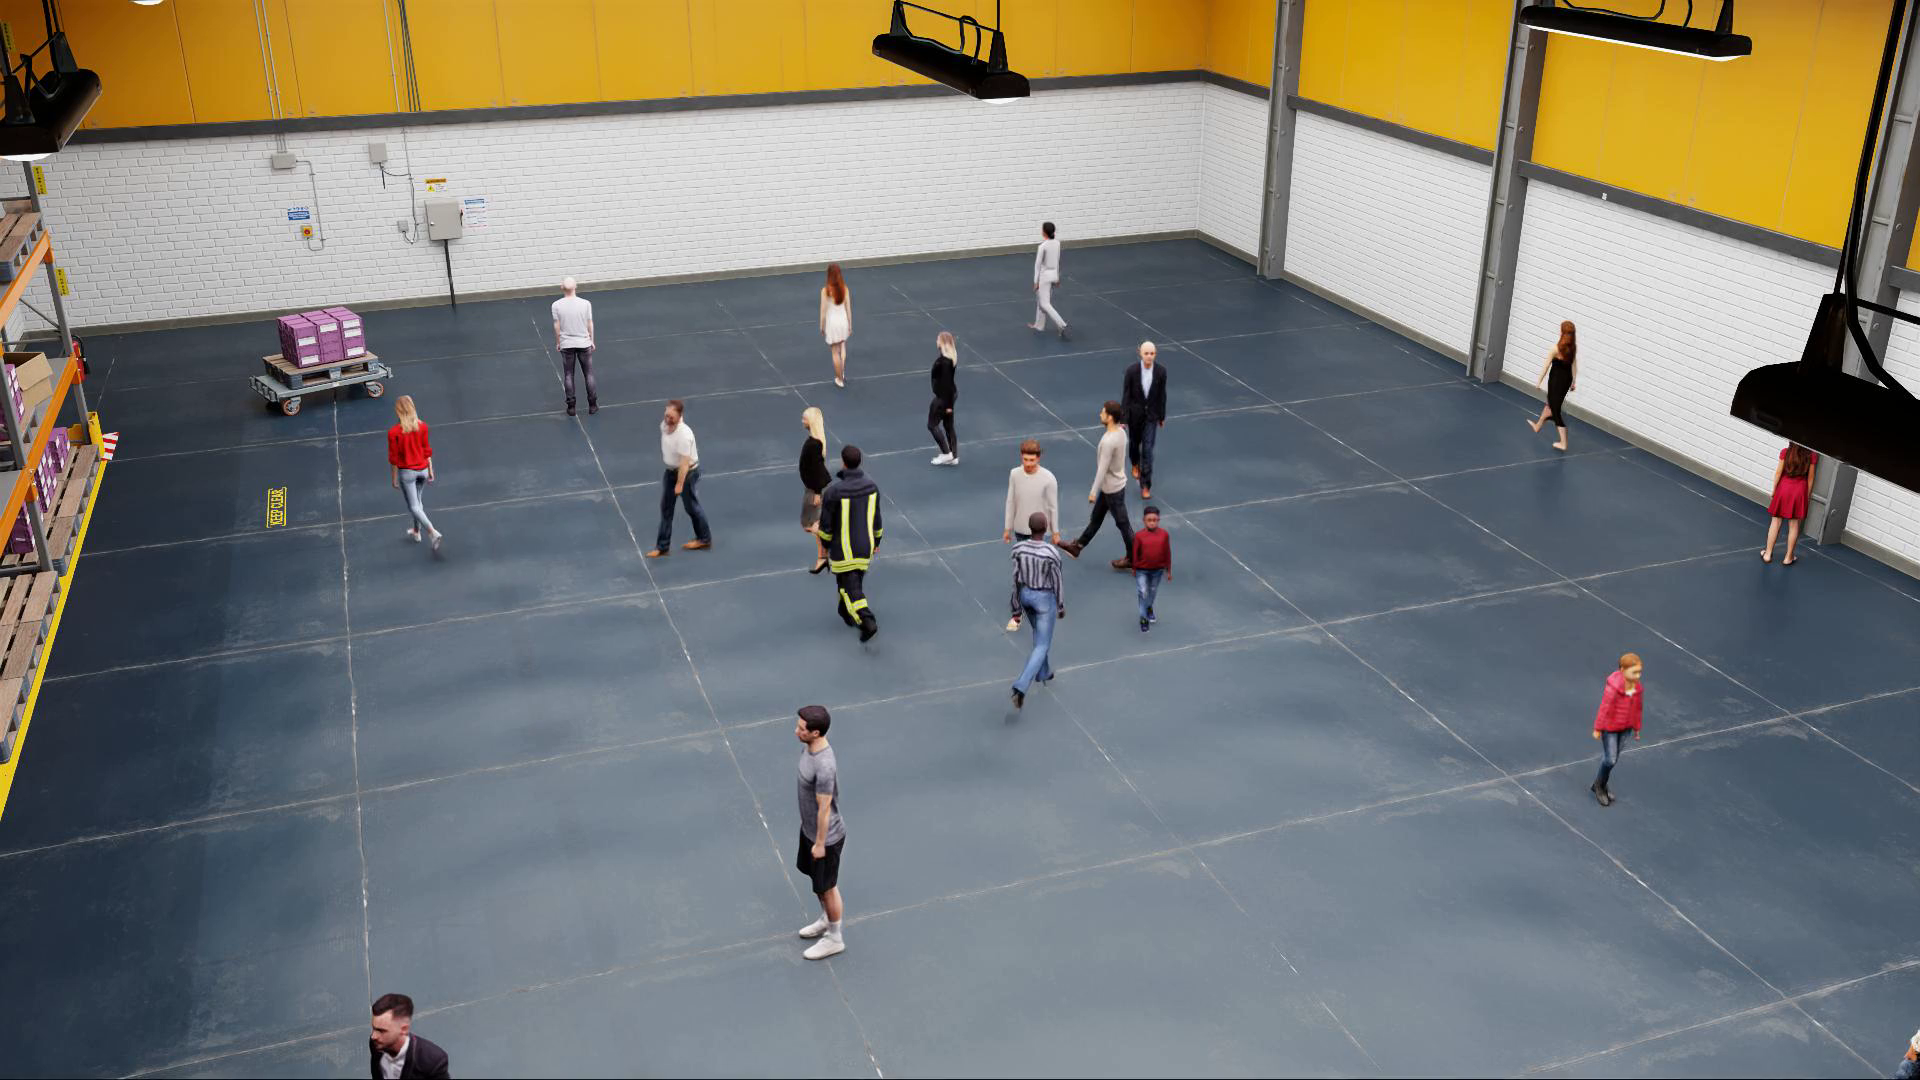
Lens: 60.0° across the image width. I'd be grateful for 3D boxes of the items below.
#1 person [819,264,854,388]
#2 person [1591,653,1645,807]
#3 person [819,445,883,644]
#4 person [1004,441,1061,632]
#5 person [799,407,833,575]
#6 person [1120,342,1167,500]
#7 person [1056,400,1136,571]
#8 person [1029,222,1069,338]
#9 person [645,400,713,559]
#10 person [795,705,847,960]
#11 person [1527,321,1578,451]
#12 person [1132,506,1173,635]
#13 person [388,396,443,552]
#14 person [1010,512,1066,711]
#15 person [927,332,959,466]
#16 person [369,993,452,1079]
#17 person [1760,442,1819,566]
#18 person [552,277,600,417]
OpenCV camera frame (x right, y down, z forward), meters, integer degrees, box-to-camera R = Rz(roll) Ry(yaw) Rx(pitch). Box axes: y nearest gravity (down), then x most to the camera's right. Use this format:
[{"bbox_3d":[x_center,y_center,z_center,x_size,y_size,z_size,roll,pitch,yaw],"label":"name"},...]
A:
[{"bbox_3d":[-1.663,-2.918,22.785,0.580,1.701,0.626,-9,25,-20],"label":"person"},{"bbox_3d":[5.183,1.465,13.247,0.520,1.308,0.508,-7,25,-16],"label":"person"},{"bbox_3d":[-0.997,0.063,15.719,0.961,1.899,1.251,-15,28,-31],"label":"person"},{"bbox_3d":[0.738,-0.110,16.177,1.217,1.848,1.209,13,27,28],"label":"person"},{"bbox_3d":[-1.383,-0.488,17.064,0.770,1.831,0.766,-2,24,-5],"label":"person"},{"bbox_3d":[2.115,-1.455,19.347,1.014,1.773,1.309,1,24,3],"label":"person"},{"bbox_3d":[1.657,-0.510,17.126,1.152,1.821,1.190,6,24,14],"label":"person"},{"bbox_3d":[1.371,-3.902,25.027,1.168,1.709,0.931,21,31,40],"label":"person"},{"bbox_3d":[-2.883,-0.681,17.553,1.054,1.793,1.122,-14,27,-30],"label":"person"},{"bbox_3d":[-0.934,1.973,11.393,0.718,1.863,0.496,-8,25,-17],"label":"person"},{"bbox_3d":[7.451,-1.871,20.538,0.612,1.582,1.043,-9,25,-20],"label":"person"},{"bbox_3d":[1.836,0.239,16.151,0.621,1.231,0.844,-3,24,-8],"label":"person"},{"bbox_3d":[-5.789,-0.676,17.685,0.891,1.678,1.129,-21,31,-39],"label":"person"},{"bbox_3d":[0.657,0.643,14.564,1.139,1.760,1.118,14,27,29],"label":"person"},{"bbox_3d":[-0.086,-1.681,19.992,0.781,1.671,0.692,5,24,11],"label":"person"},{"bbox_3d":[-2.850,3.135,8.761,0.716,1.843,0.787,12,26,25],"label":"person"},{"bbox_3d":[8.713,-0.497,17.430,0.680,1.554,0.740,11,26,24],"label":"person"},{"bbox_3d":[-5.031,-2.540,21.755,0.680,1.832,0.620,-5,24,-12],"label":"person"}]
